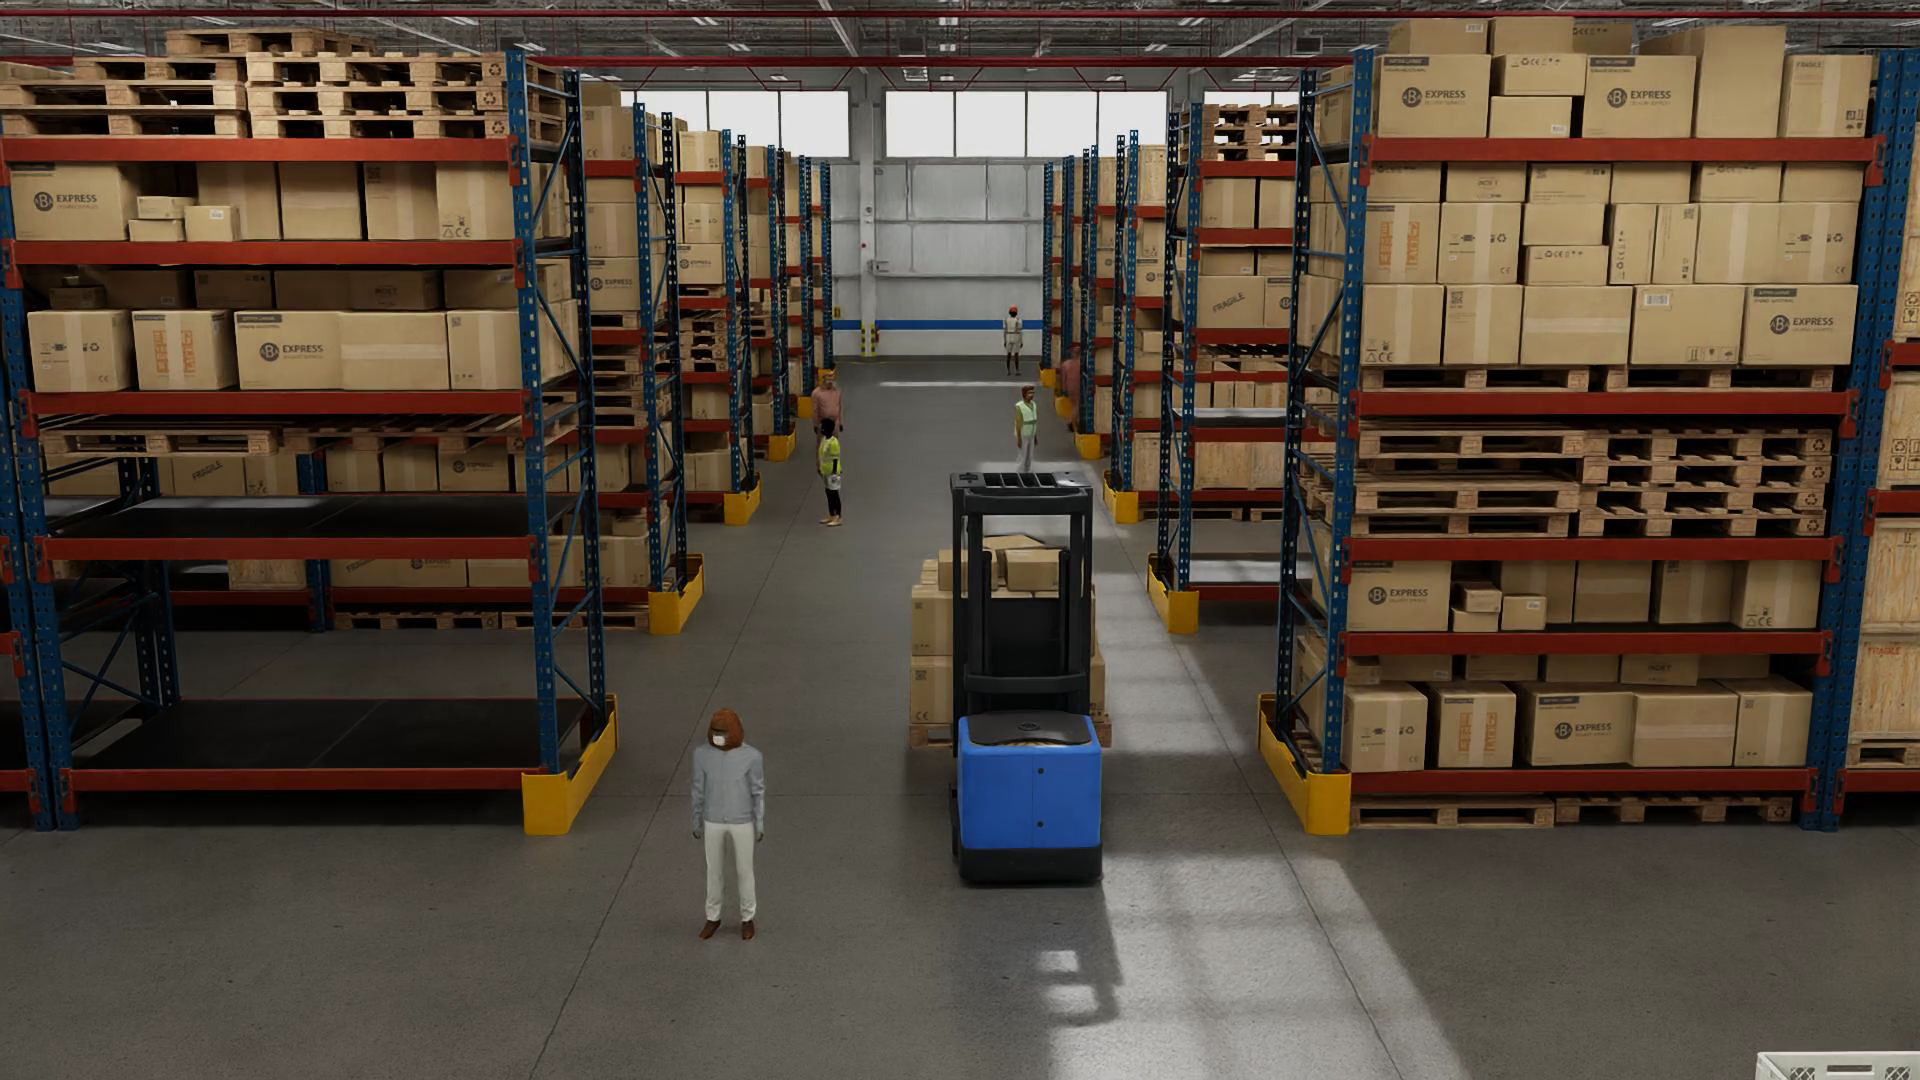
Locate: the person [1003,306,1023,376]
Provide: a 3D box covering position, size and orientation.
[{"bbox_3d":[1.558,-5.838,48.717,0.608,2.044,0.373,4,12,19],"label":"person"}]

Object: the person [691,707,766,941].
[{"bbox_3d":[-1.568,1.922,11.279,0.503,1.631,0.282,1,11,5],"label":"person"}]

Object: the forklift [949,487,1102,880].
[{"bbox_3d":[0.495,0.986,12.813,1.129,2.768,1.873,0,11,-2],"label":"forklift"}]

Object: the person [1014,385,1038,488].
[{"bbox_3d":[1.158,-1.801,29.201,0.386,1.845,0.568,8,14,33],"label":"person"}]

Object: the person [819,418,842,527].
[{"bbox_3d":[-2.026,-1.059,25.916,0.320,1.690,0.536,-6,13,-26],"label":"person"}]

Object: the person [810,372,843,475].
[{"bbox_3d":[-2.444,-2.165,30.857,0.643,1.908,0.411,-8,14,-35],"label":"person"}]

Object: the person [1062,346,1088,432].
[{"bbox_3d":[2.578,-3.347,36.811,0.654,1.872,0.931,6,13,29],"label":"person"}]
